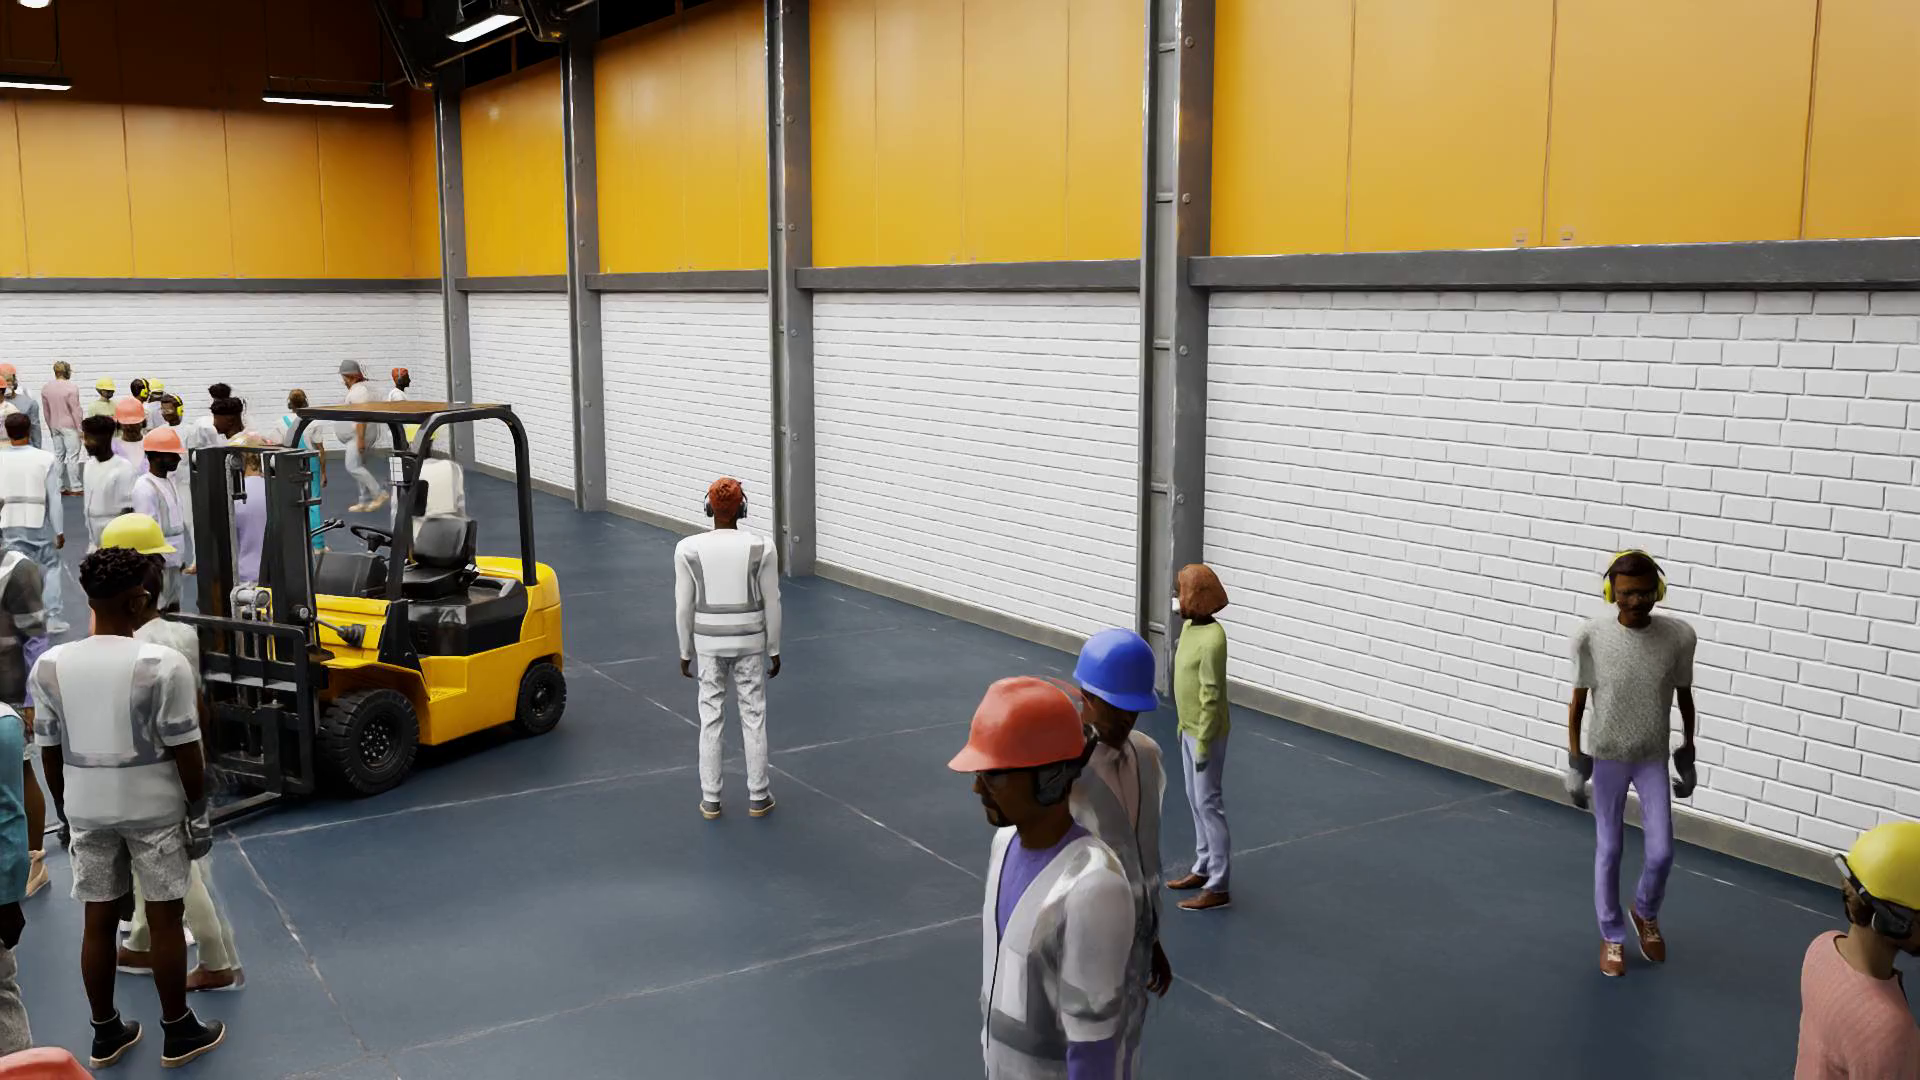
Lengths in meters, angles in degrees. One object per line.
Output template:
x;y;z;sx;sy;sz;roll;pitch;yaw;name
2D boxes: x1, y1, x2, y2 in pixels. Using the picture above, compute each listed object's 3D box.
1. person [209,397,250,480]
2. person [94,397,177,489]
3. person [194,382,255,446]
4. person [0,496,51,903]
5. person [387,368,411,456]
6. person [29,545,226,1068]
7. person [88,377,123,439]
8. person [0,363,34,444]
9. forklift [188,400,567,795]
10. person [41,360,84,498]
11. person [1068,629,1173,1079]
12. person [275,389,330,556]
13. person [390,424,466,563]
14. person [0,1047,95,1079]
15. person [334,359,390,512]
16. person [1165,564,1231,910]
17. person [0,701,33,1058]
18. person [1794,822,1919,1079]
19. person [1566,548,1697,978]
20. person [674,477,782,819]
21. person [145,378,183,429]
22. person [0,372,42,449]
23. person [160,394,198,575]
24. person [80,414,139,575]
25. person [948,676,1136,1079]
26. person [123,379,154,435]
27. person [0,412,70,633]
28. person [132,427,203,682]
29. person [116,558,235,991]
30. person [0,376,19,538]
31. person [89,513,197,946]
-6.478;-0.302;14.928;0.381;1.958;0.606;-3;9;-17;person
-6.879;-0.190;13.945;0.618;2.028;0.409;-6;10;-34;person
-7.851;-0.706;17.708;0.605;1.927;0.769;-8;11;-42;person
-4.591;0.709;7.834;0.608;2.039;0.395;2;9;16;person
-7.529;-1.379;22.429;0.359;1.883;0.573;-4;9;-23;person
-3.079;0.992;6.170;0.607;1.966;0.367;0;8;2;person
-11.420;-1.303;22.313;0.330;1.765;0.533;3;9;18;person
-13.281;-1.508;23.196;0.849;1.902;0.563;7;11;40;person
-3.529;0.258;10.348;1.214;2.155;2.313;4;9;25;forklift
-12.596;-1.555;23.424;0.627;1.941;0.370;3;9;18;person
0.399;1.205;4.820;0.402;1.940;0.602;8;12;43;person
-7.190;-0.731;18.191;0.507;1.844;0.345;-1;8;-6;person
-4.140;0.016;12.924;0.417;1.911;0.601;6;11;37;person
-1.395;1.632;2.587;0.333;1.745;0.559;-7;11;-39;person
-7.875;-1.355;21.734;0.570;2.000;0.719;-3;9;-20;person
1.124;0.917;7.824;0.279;1.625;0.495;-1;8;-6;person
-3.304;1.121;5.402;0.605;1.939;0.415;2;9;13;person
1.992;1.466;3.684;0.344;1.756;0.532;2;9;13;person
2.819;0.937;6.977;0.542;1.838;0.433;2;9;15;person
-1.262;0.595;9.126;0.573;1.883;0.356;-1;8;-4;person
-9.943;-1.090;20.644;0.404;1.831;0.600;6;10;35;person
-11.547;-1.081;20.284;0.635;1.929;0.381;-5;10;-30;person
-8.005;-0.567;17.043;0.514;1.861;0.322;3;9;21;person
-6.650;-0.030;13.108;0.601;1.948;0.533;5;10;29;person
0.265;1.304;3.883;0.689;2.021;0.618;-3;9;-21;person
-9.888;-1.017;20.110;0.526;1.853;0.347;3;9;21;person
-7.750;-0.116;13.841;0.610;1.899;0.669;-2;9;-14;person
-5.712;0.150;11.976;0.387;1.929;0.547;-1;8;-6;person
-3.386;0.968;6.810;0.827;1.830;0.484;0;8;2;person
-11.320;-0.992;19.633;0.542;1.939;0.361;5;10;29;person
-3.600;0.838;7.334;0.363;1.928;0.587;-6;10;-36;person
